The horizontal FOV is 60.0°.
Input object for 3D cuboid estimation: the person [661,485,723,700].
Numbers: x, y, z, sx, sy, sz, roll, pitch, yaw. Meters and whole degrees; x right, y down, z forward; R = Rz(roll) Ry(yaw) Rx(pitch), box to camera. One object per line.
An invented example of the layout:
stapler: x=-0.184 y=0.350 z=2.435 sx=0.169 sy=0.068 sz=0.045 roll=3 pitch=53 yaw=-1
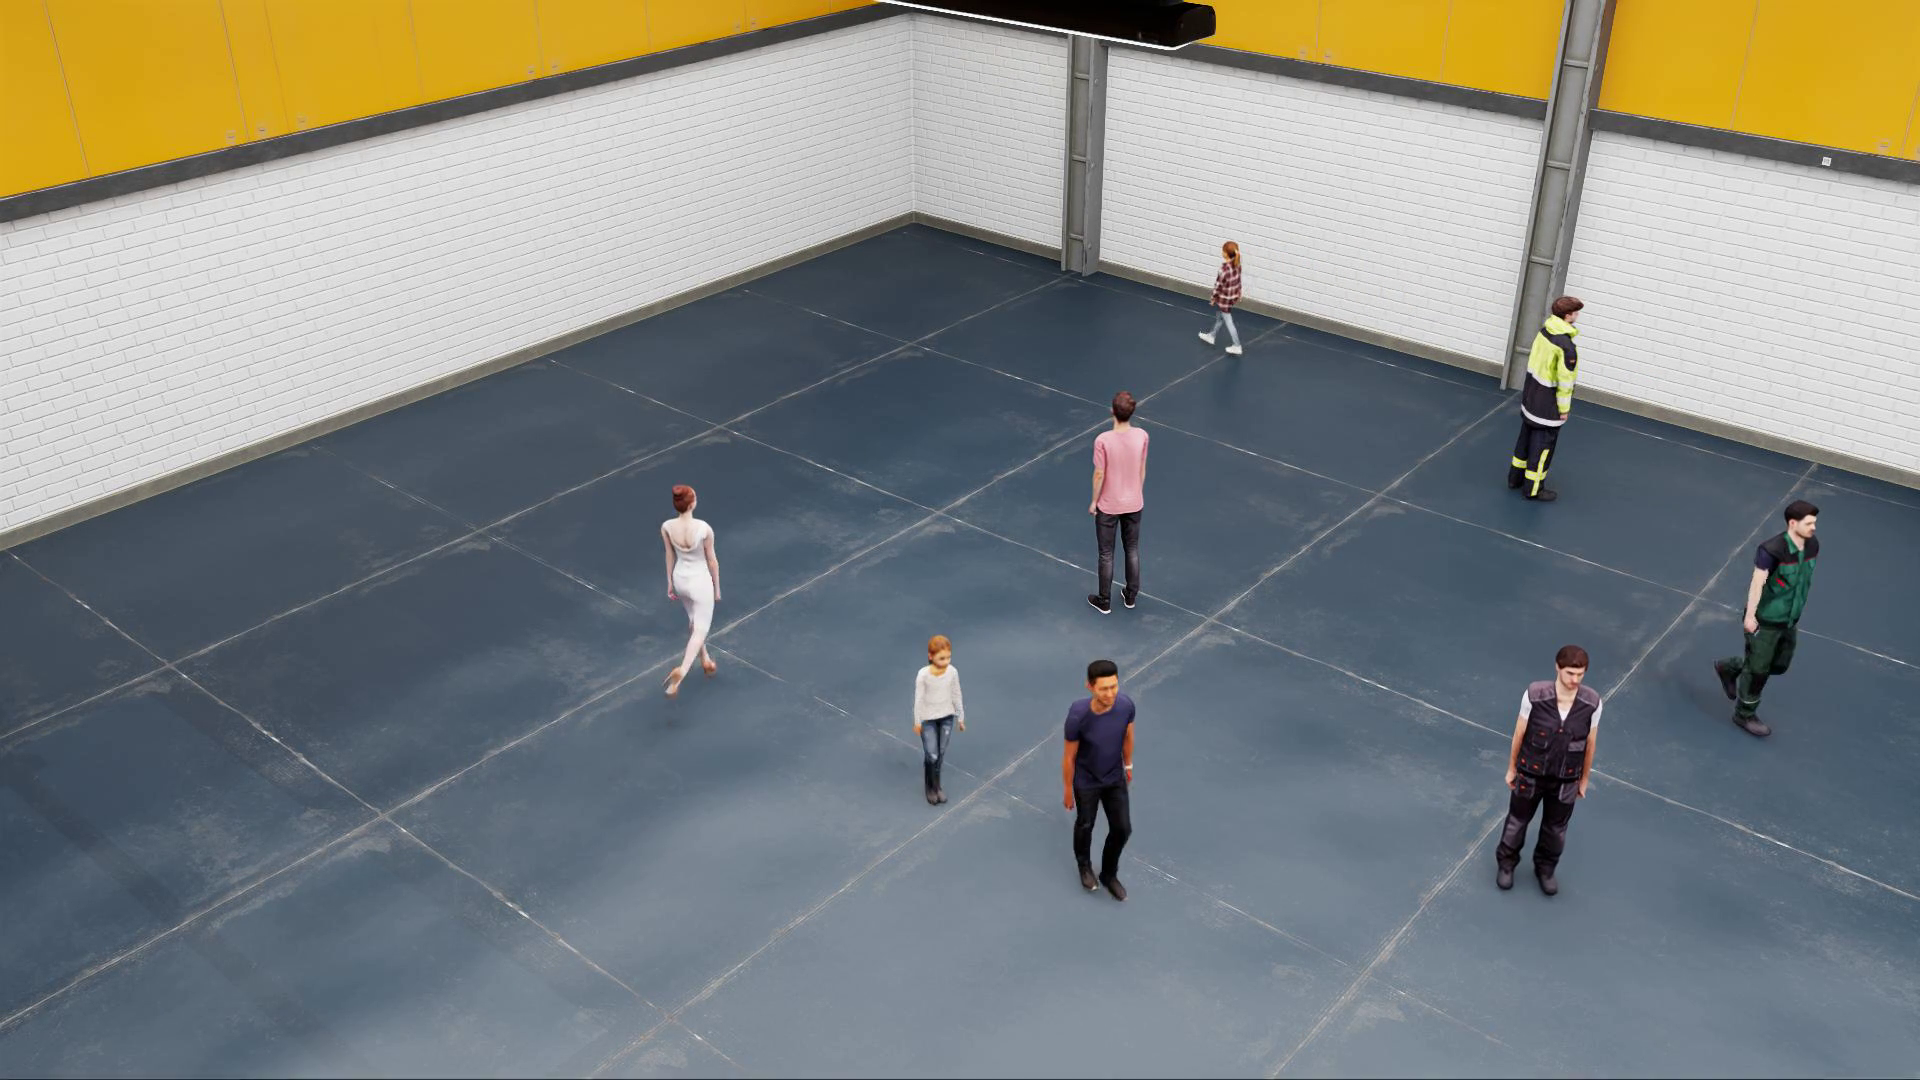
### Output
person: x=-2.053 y=0.425 z=12.503 sx=1.040 sy=1.772 sz=0.898 roll=8 pitch=30 yaw=15

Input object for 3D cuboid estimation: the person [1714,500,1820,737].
person: x=5.885 y=0.520 z=12.213 sx=0.878 sy=1.884 sz=1.009 roll=-13 pitch=31 yaw=-22

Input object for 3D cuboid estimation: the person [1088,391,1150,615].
person: x=1.307 y=-0.306 z=13.648 sx=0.708 sy=1.959 sz=0.719 roll=-9 pitch=30 yaw=-17

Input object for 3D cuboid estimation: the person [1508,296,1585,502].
person: x=5.479 y=-1.343 z=15.528 sx=0.929 sy=1.981 sz=0.843 roll=-5 pitch=29 yaw=-9

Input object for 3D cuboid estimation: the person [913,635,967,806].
person: x=-0.186 y=1.211 z=11.545 sx=0.573 sy=1.311 sz=0.607 roll=-12 pitch=31 yaw=-21

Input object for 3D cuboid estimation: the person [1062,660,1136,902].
person: x=0.850 y=1.463 z=10.597 sx=0.821 sy=1.777 sz=0.862 roll=-9 pitch=30 yaw=-15

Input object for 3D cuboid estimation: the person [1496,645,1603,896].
person: x=3.730 y=1.450 z=10.551 sx=0.696 sy=1.843 sz=0.811 roll=6 pitch=29 yaw=11

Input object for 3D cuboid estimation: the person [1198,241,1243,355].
person: x=3.058 y=-2.706 z=18.763 sx=0.596 sy=1.275 sz=0.903 roll=-24 pitch=37 yaw=-37
